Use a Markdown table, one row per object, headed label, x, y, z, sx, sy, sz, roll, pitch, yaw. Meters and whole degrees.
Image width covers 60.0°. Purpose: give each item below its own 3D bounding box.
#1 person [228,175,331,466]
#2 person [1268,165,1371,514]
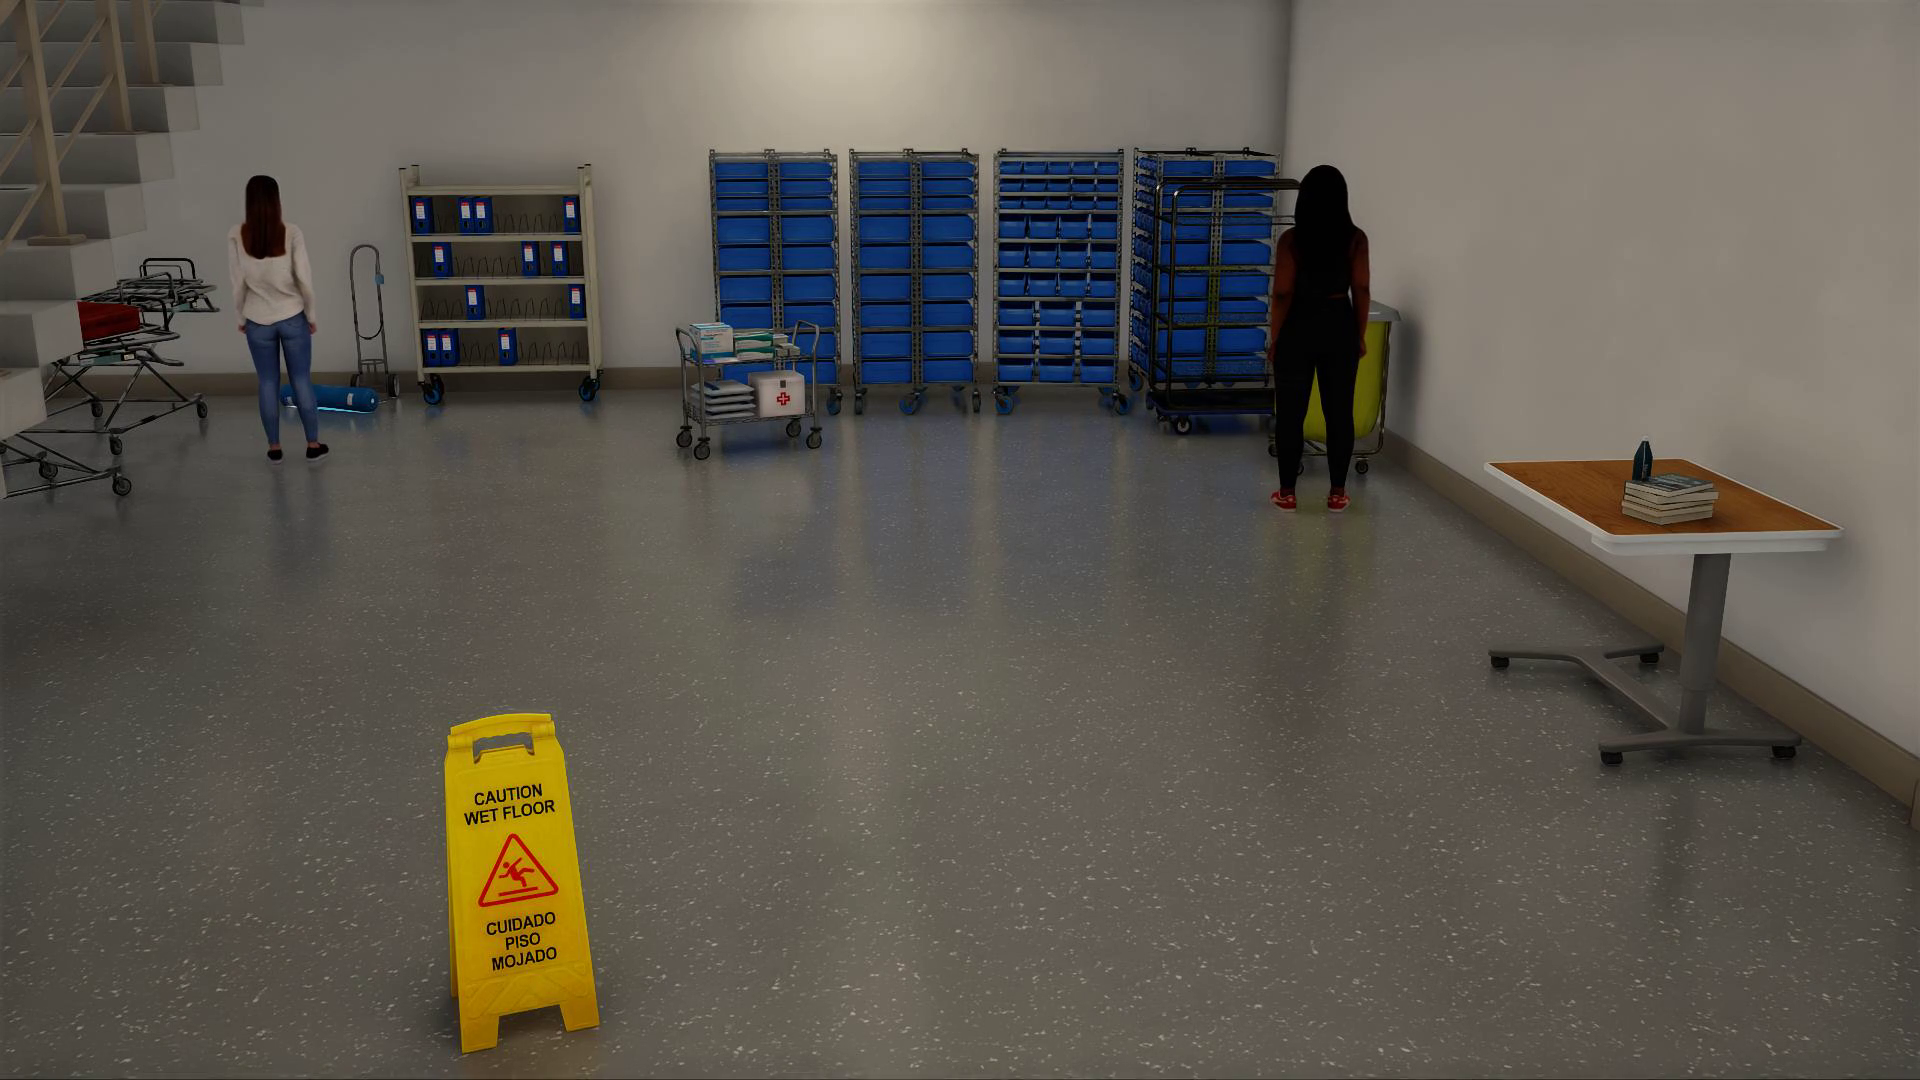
| label | x | y | z | sx | sy | sz | roll | pitch | yaw |
| --- | --- | --- | --- | --- | --- | --- | --- | --- | --- |
| person | -4.041 | -1.301 | 9.848 | 0.635 | 1.692 | 0.580 | -3 | 16 | -11 |
| person | 1.871 | -1.046 | 8.717 | 0.707 | 1.815 | 0.665 | 1 | 16 | 5 |
